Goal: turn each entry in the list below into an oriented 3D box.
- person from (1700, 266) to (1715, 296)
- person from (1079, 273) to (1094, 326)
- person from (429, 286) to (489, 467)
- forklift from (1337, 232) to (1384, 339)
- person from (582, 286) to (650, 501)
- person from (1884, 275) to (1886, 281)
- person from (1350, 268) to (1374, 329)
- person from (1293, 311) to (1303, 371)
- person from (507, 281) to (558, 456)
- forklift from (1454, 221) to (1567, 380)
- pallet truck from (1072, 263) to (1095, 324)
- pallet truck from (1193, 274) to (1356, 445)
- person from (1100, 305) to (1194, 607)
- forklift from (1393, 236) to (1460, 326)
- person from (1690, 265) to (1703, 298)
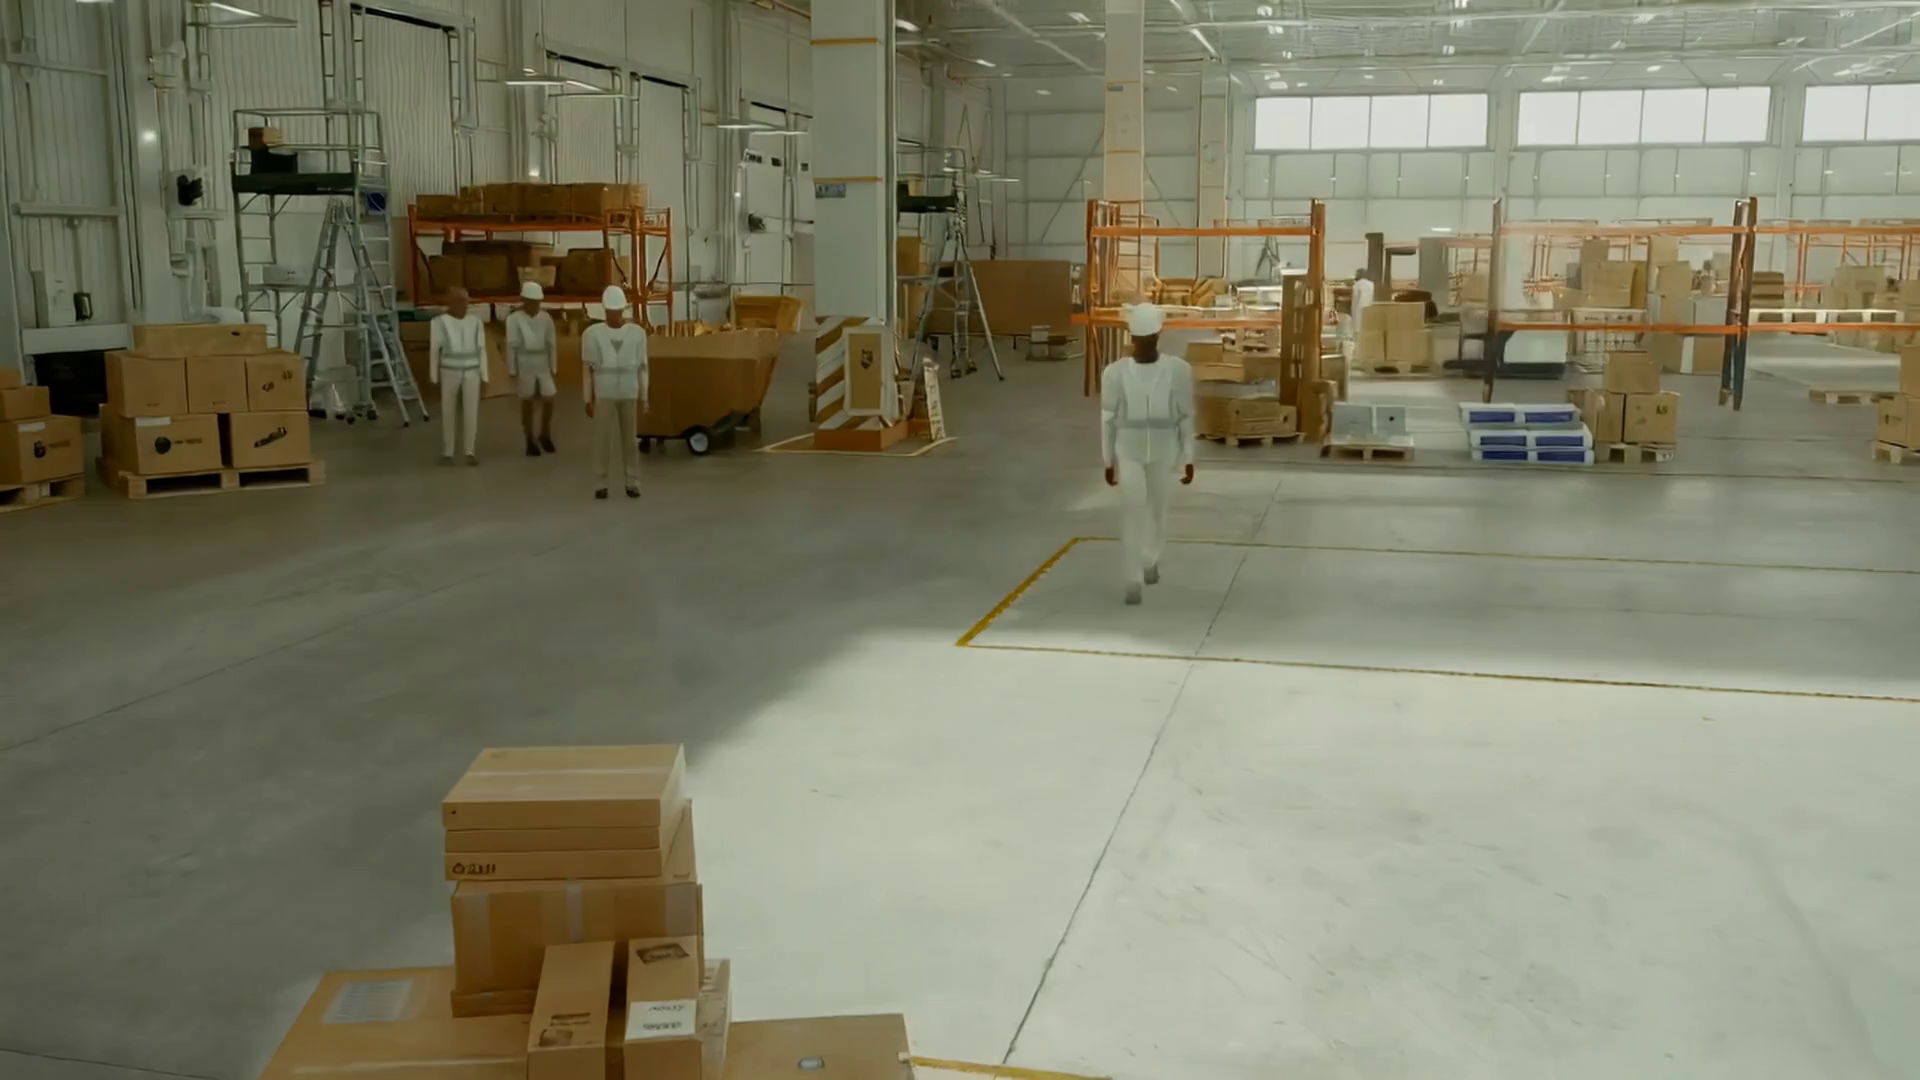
[{"bbox_3d":[22.816,-7.404,50.816,0.368,1.931,0.630,5,11,28],"label":"person"},{"bbox_3d":[4.054,-7.688,53.156,0.529,1.695,0.321,0,10,-2],"label":"person"},{"bbox_3d":[-5.231,-1.700,17.363,0.588,1.884,0.337,-6,11,-32],"label":"person"},{"bbox_3d":[10.815,-6.627,43.424,1.873,2.768,1.129,2,10,13],"label":"forklift"},{"bbox_3d":[-3.072,-1.306,14.903,0.591,1.923,0.381,-3,10,-19],"label":"person"},{"bbox_3d":[28.438,-7.350,51.252,0.581,1.664,0.429,-5,11,-26],"label":"person"},{"bbox_3d":[9.407,-5.399,38.965,0.635,1.936,0.355,-6,11,-30],"label":"person"},{"bbox_3d":[6.621,-4.101,31.927,0.323,1.736,0.488,6,11,31],"label":"person"},{"bbox_3d":[-4.668,-1.860,18.186,0.564,1.921,0.467,-5,11,-28],"label":"person"},{"bbox_3d":[9.887,-4.305,29.750,1.873,2.768,1.129,3,10,17],"label":"forklift"},{"bbox_3d":[4.325,-8.180,55.162,0.823,1.965,1.885,6,11,31],"label":"pallet truck"},{"bbox_3d":[3.653,-2.138,19.590,1.885,1.965,0.823,-4,10,-20],"label":"pallet truck"},{"bbox_3d":[1.192,-0.571,10.709,0.589,1.885,0.971,0,10,1],"label":"person"},{"bbox_3d":[14.687,-8.123,52.230,1.873,2.768,1.129,-2,10,-14],"label":"forklift"},{"bbox_3d":[22.592,-7.441,51.000,0.377,1.933,0.551,-8,13,-40],"label":"person"}]
